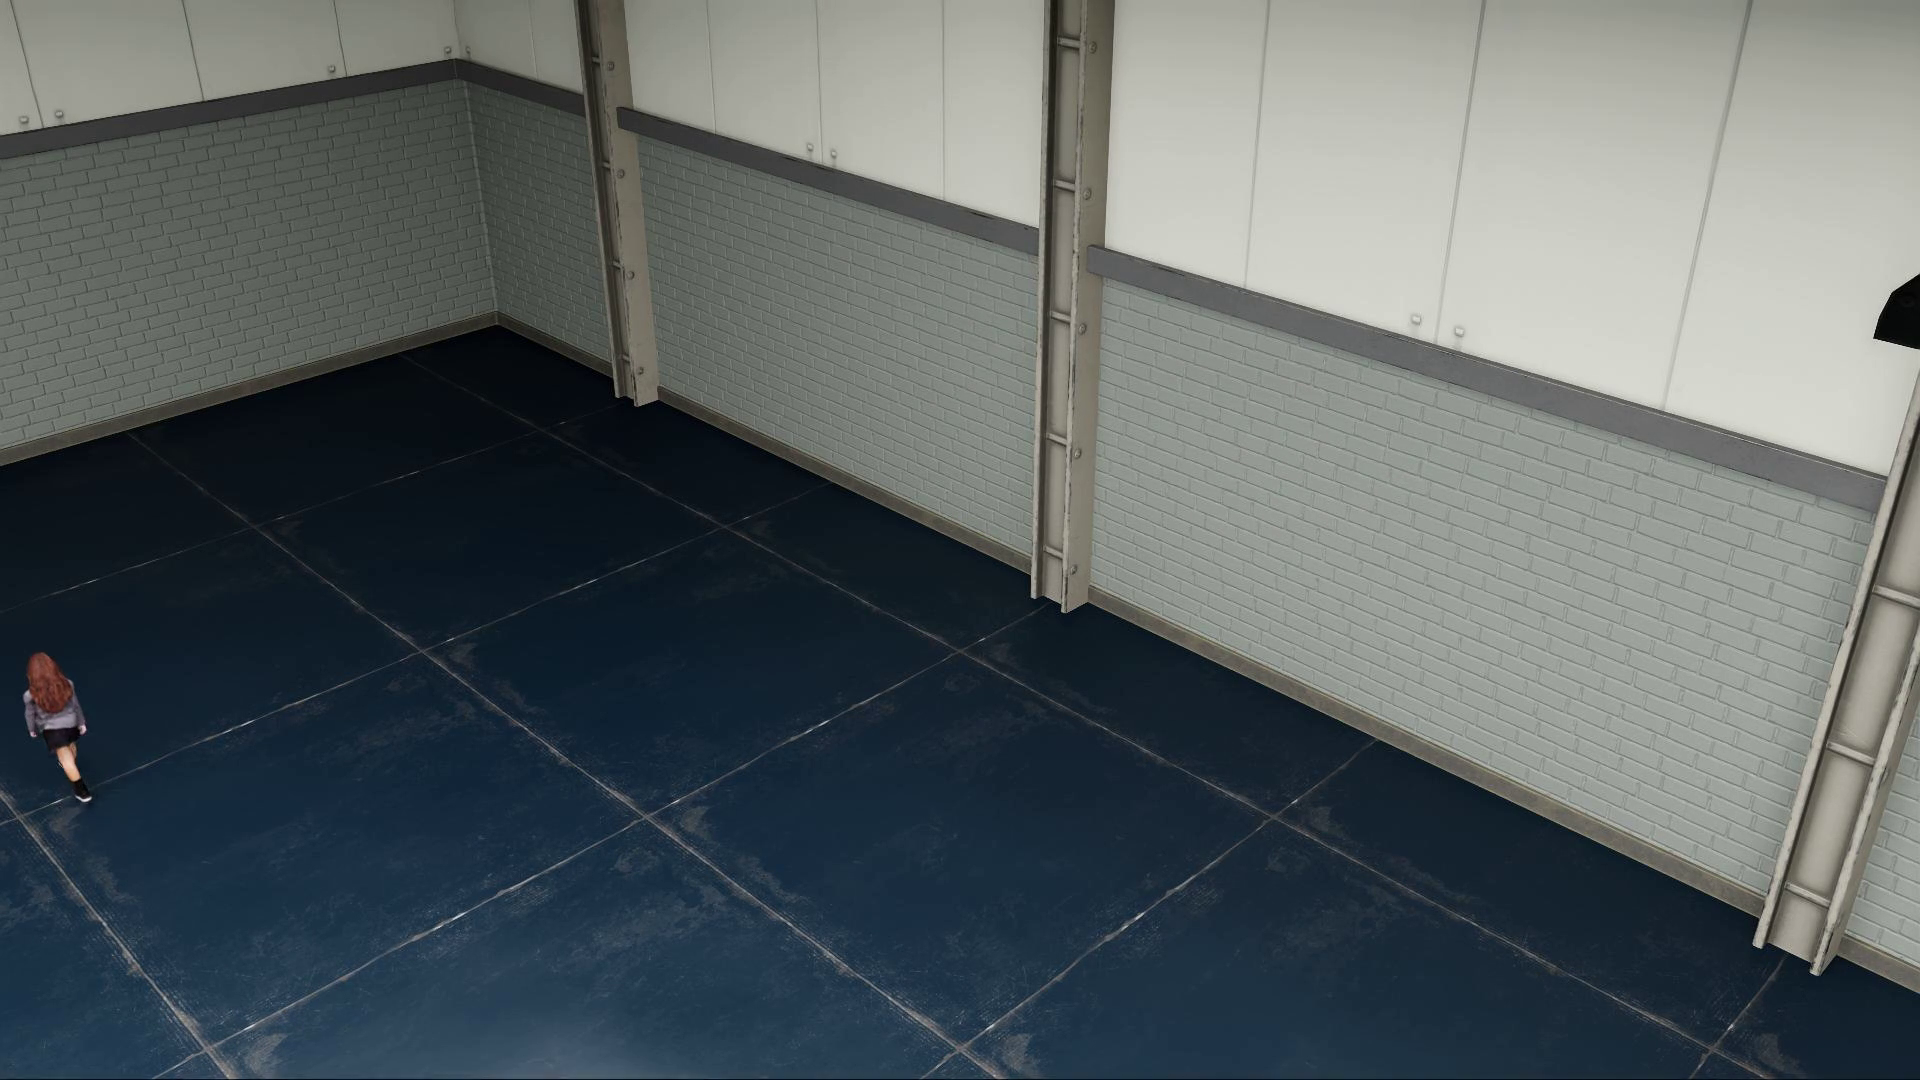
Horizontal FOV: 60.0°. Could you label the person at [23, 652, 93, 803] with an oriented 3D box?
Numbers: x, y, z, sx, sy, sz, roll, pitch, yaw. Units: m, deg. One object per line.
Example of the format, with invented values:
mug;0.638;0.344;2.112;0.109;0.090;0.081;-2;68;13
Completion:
person;-6.061;1.278;11.212;0.795;1.075;0.482;24;36;37
